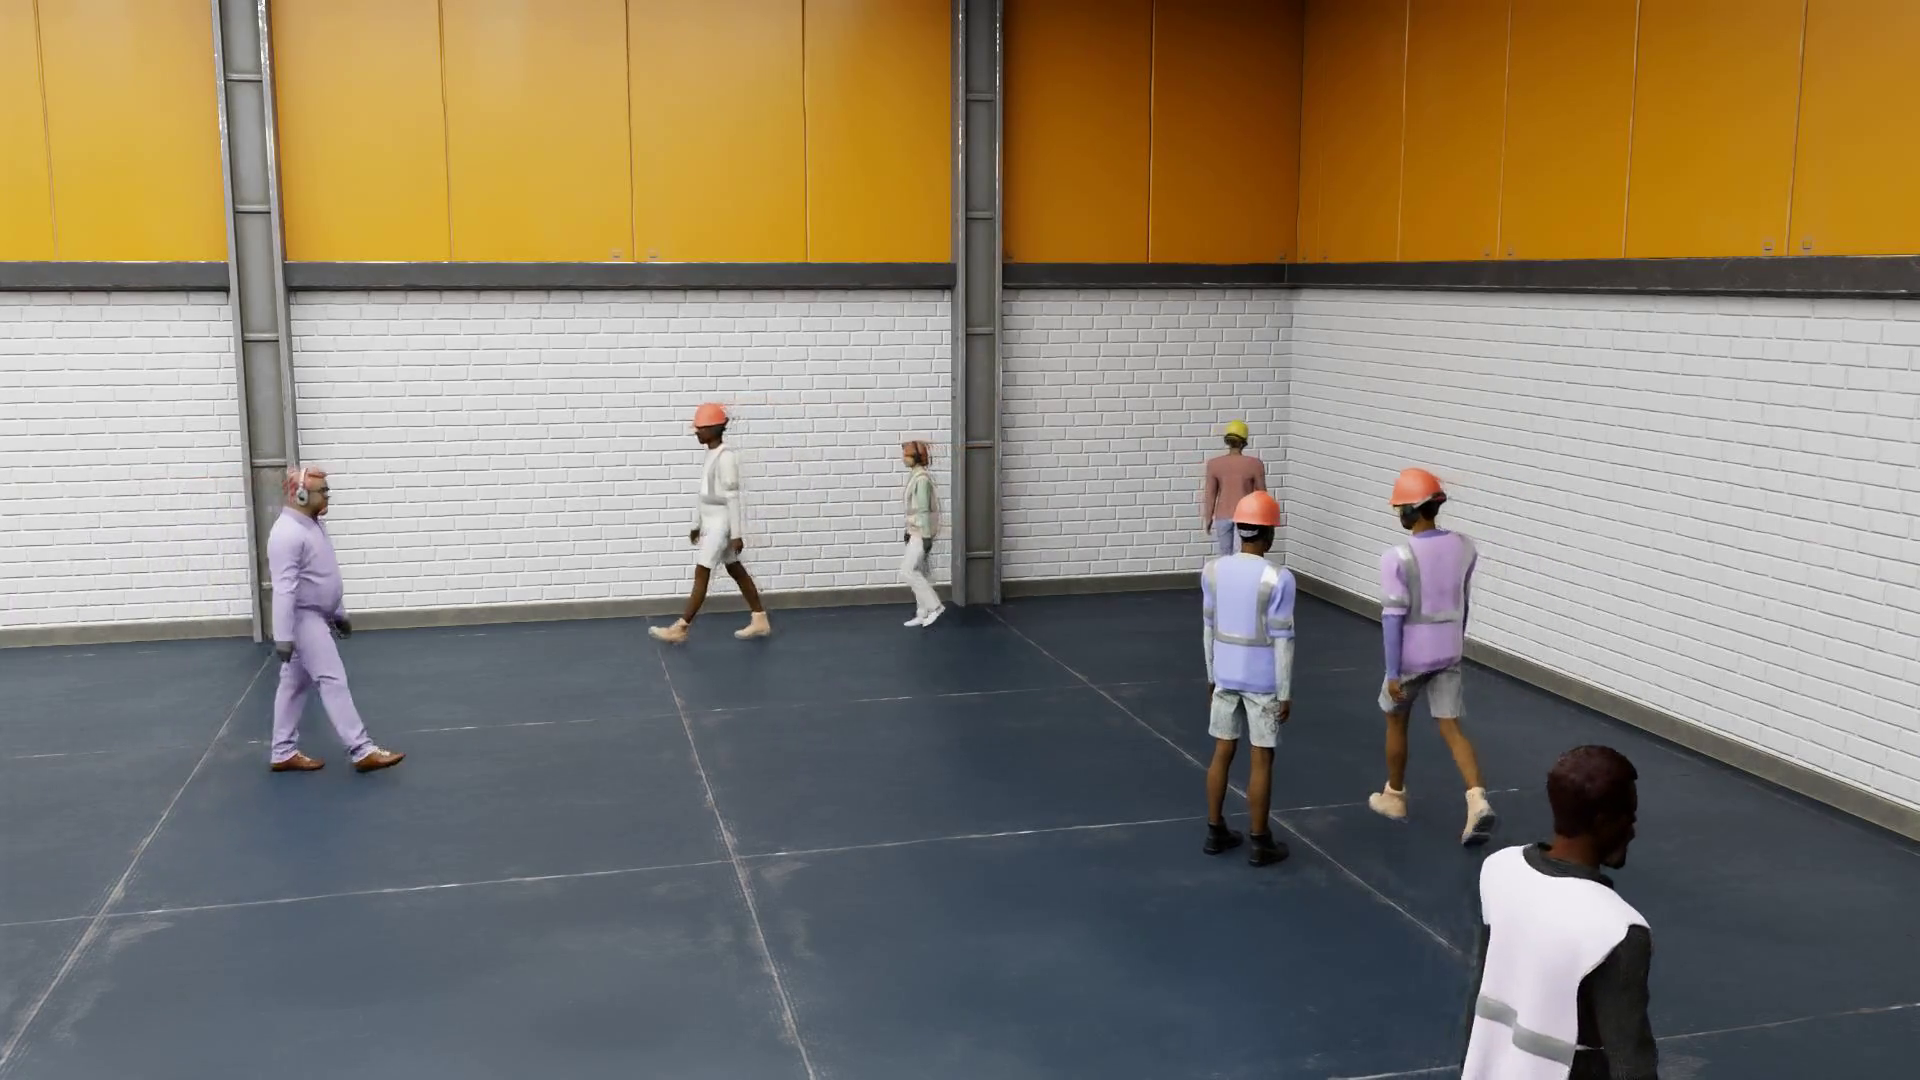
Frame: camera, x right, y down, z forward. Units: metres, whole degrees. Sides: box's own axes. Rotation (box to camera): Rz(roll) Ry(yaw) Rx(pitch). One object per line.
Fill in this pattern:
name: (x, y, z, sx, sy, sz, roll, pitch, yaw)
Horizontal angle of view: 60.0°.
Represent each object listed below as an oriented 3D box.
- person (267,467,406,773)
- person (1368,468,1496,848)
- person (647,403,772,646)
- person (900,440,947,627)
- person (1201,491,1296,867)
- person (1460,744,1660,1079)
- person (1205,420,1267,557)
person: (-3.797, 0.495, 10.060, 0.905, 1.868, 0.679, -2, 9, -10)
person: (2.534, 0.621, 8.898, 0.622, 2.008, 0.959, -3, 10, -18)
person: (-2.036, -0.129, 13.622, 1.065, 1.983, 0.636, -3, 10, -20)
person: (-0.360, -0.044, 14.208, 0.360, 1.628, 0.528, -1, 9, -6)
person: (1.497, 0.708, 8.572, 0.558, 1.929, 0.379, 8, 12, 42)
person: (1.461, 1.434, 4.212, 0.974, 1.883, 0.607, -2, 9, -12)
person: (2.478, -0.204, 14.895, 0.537, 1.754, 0.578, 4, 10, 26)
